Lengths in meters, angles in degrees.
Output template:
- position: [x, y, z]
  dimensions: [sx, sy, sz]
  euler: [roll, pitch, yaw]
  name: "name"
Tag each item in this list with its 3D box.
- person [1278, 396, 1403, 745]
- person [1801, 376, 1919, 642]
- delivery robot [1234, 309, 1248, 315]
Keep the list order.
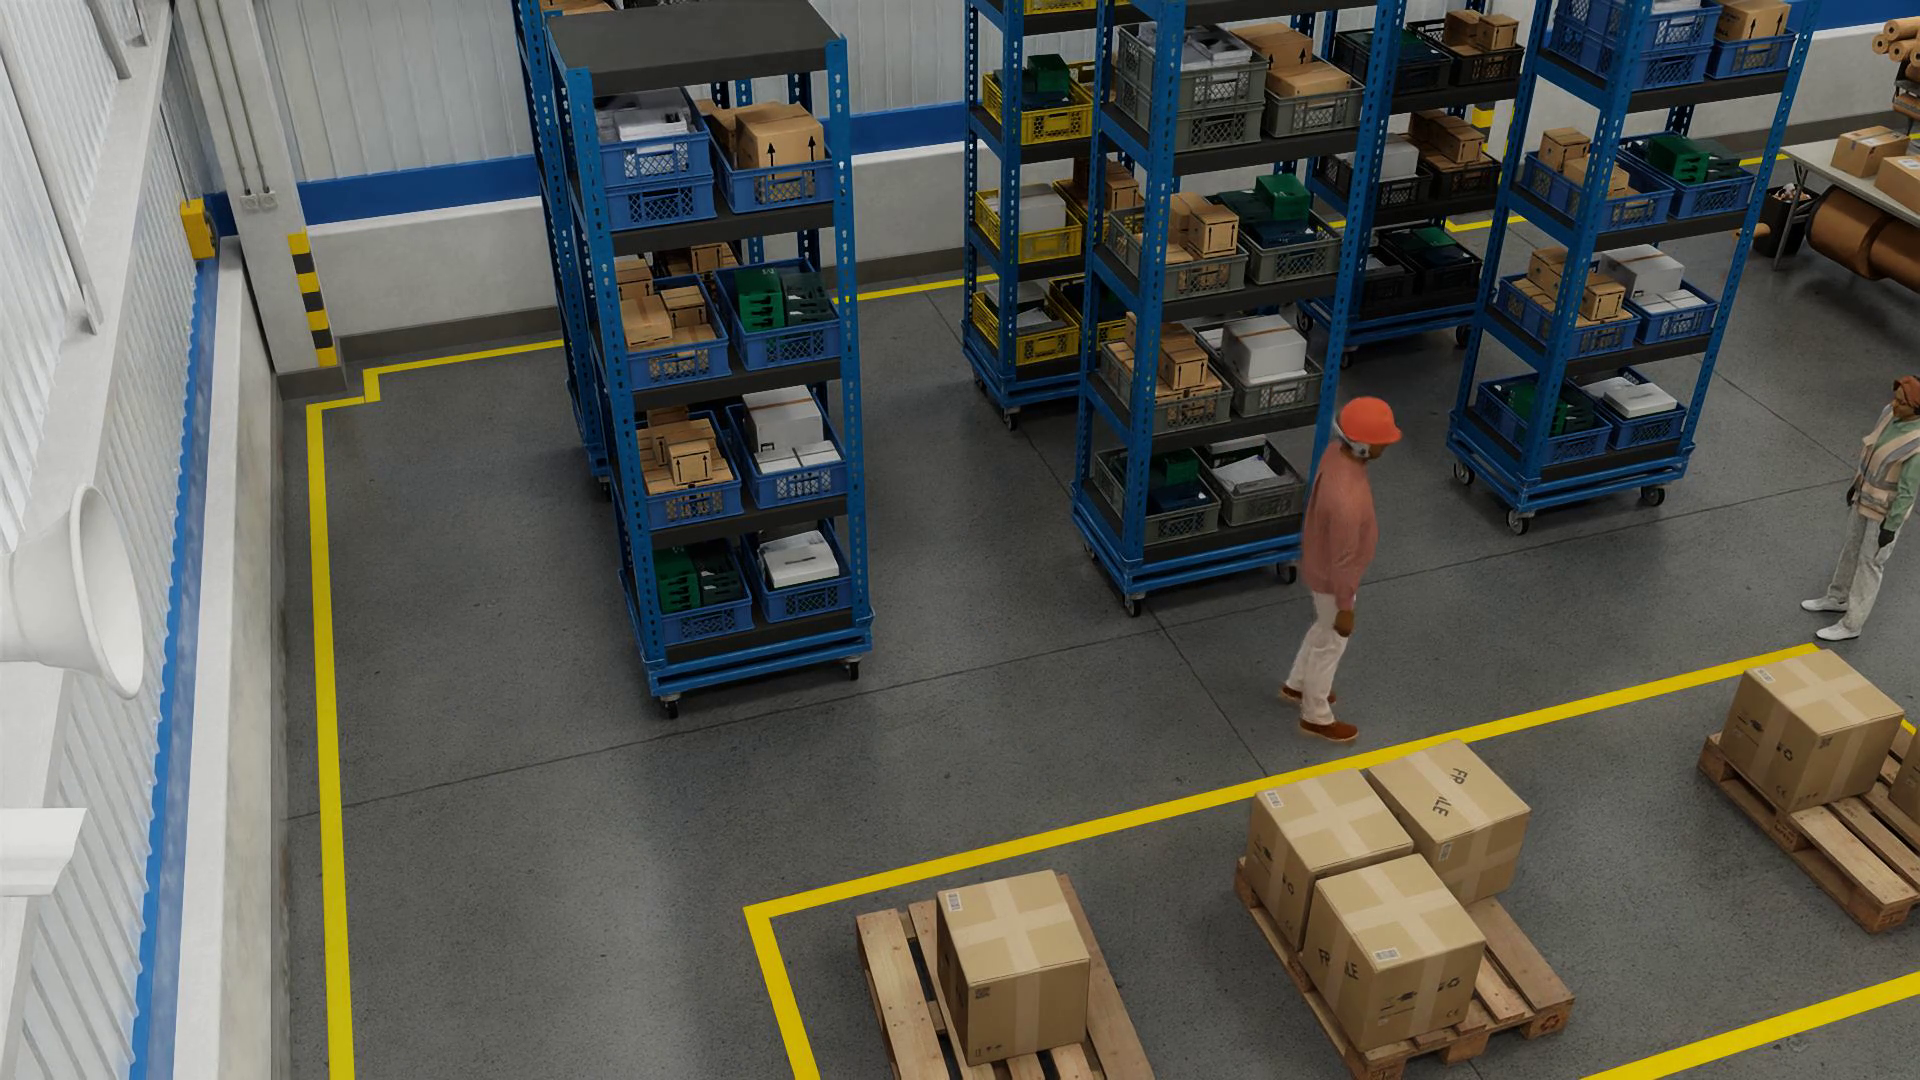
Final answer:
- position: [1.895, 0.149, 8.342]
  dimensions: [0.387, 1.995, 0.632]
  euler: [3, 35, 5]
  name: "person"
- position: [5.030, -0.179, 9.113]
  dimensions: [0.313, 1.634, 0.514]
  euler: [3, 35, 4]
  name: "person"
- position: [2.252, -2.022, 12.575]
  dimensions: [0.477, 0.478, 0.707]
  euler: [29, 44, 35]
  name: "delivery robot"
